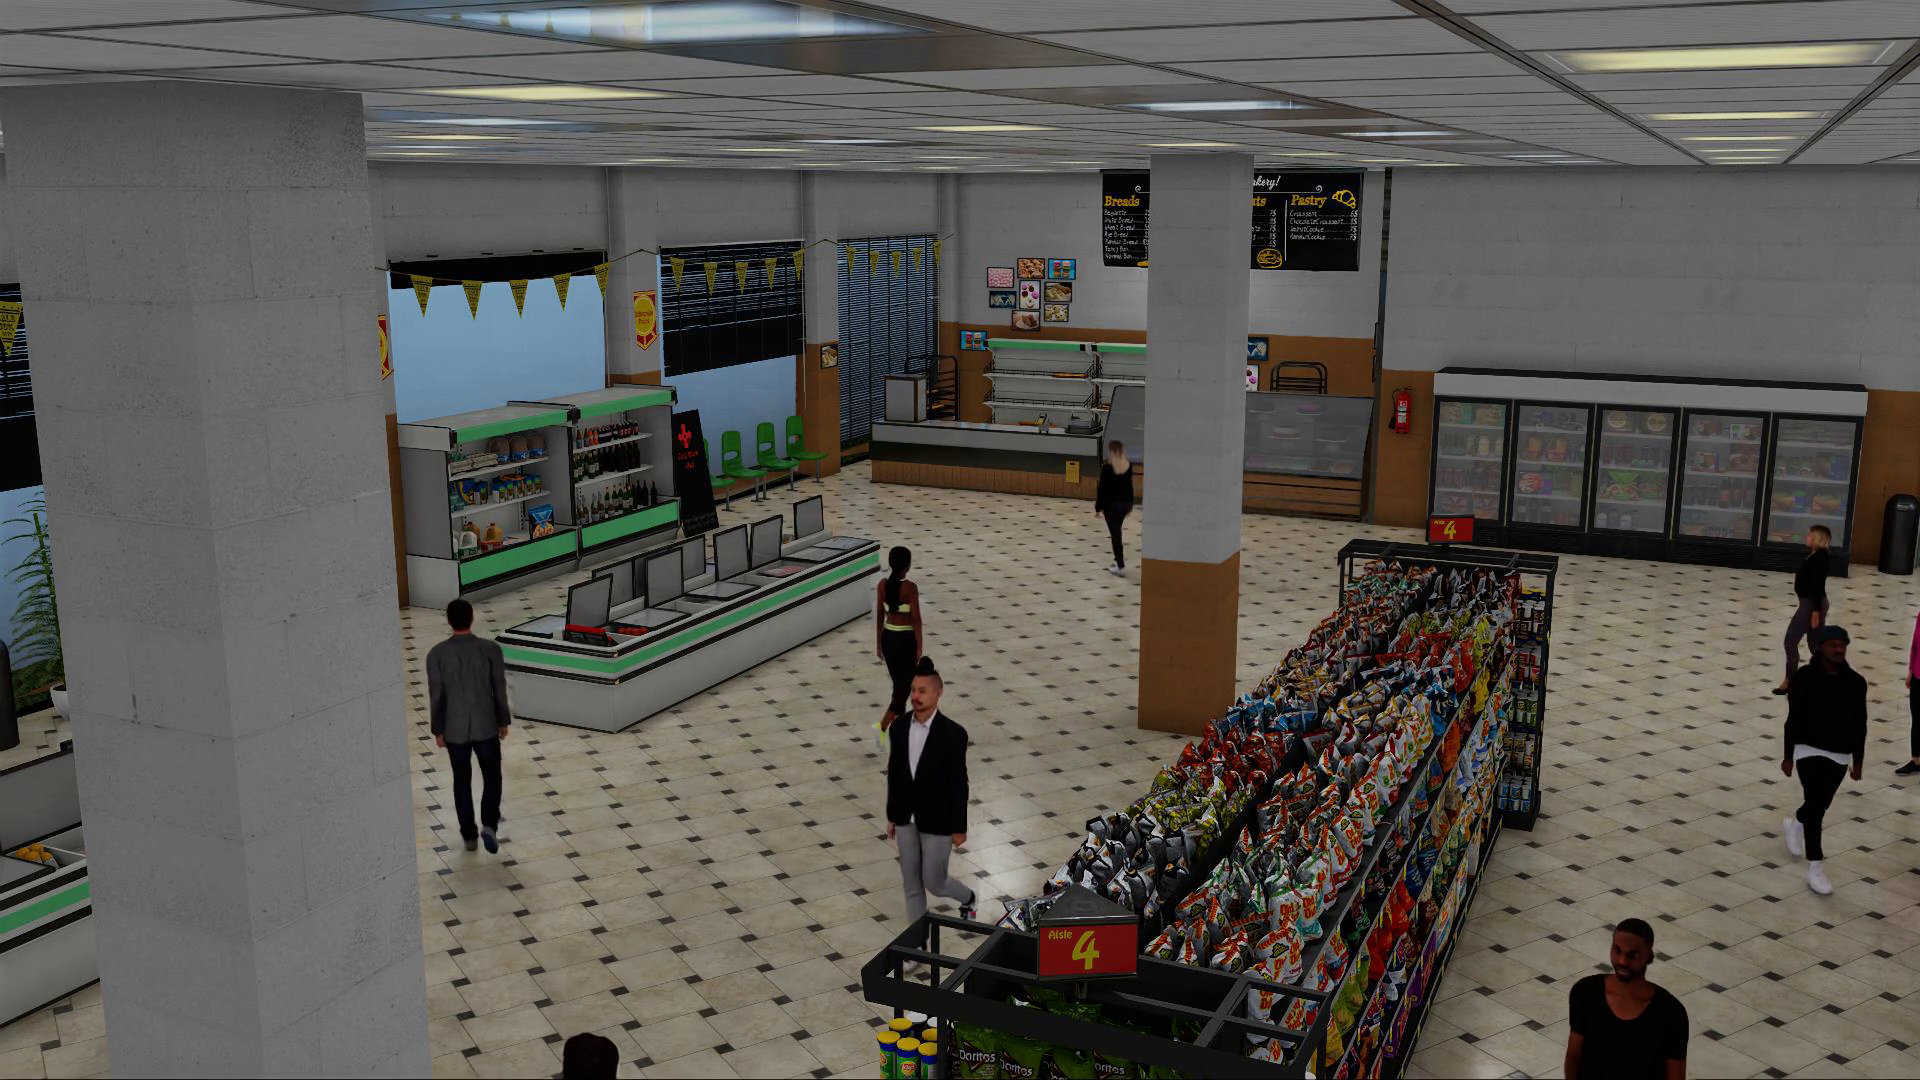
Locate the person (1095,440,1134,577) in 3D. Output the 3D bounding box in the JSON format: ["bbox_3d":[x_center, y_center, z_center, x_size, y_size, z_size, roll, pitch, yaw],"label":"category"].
[{"bbox_3d":[1.979,-0.345,20.485,0.759,1.606,0.834,-7,14,-32],"label":"person"}]

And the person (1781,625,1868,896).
[{"bbox_3d":[5.924,1.456,11.493,0.973,1.786,1.281,1,12,3],"label":"person"}]

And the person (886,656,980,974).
[{"bbox_3d":[-0.159,1.654,10.196,0.794,1.934,0.994,8,14,33],"label":"person"}]

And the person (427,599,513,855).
[{"bbox_3d":[-3.458,1.359,11.785,1.033,1.857,1.115,-4,13,-19],"label":"person"}]

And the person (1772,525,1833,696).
[{"bbox_3d":[7.995,0.698,15.407,0.713,1.657,0.652,8,14,32],"label":"person"}]

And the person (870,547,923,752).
[{"bbox_3d":[-0.565,0.943,14.066,0.586,1.730,1.027,6,13,27],"label":"person"}]

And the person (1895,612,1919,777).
[{"bbox_3d":[7.830,1.110,13.350,0.730,1.700,0.673,-5,13,-21],"label":"person"}]

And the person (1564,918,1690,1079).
[{"bbox_3d":[2.788,2.417,6.943,0.776,1.782,1.186,8,14,32],"label":"person"}]
